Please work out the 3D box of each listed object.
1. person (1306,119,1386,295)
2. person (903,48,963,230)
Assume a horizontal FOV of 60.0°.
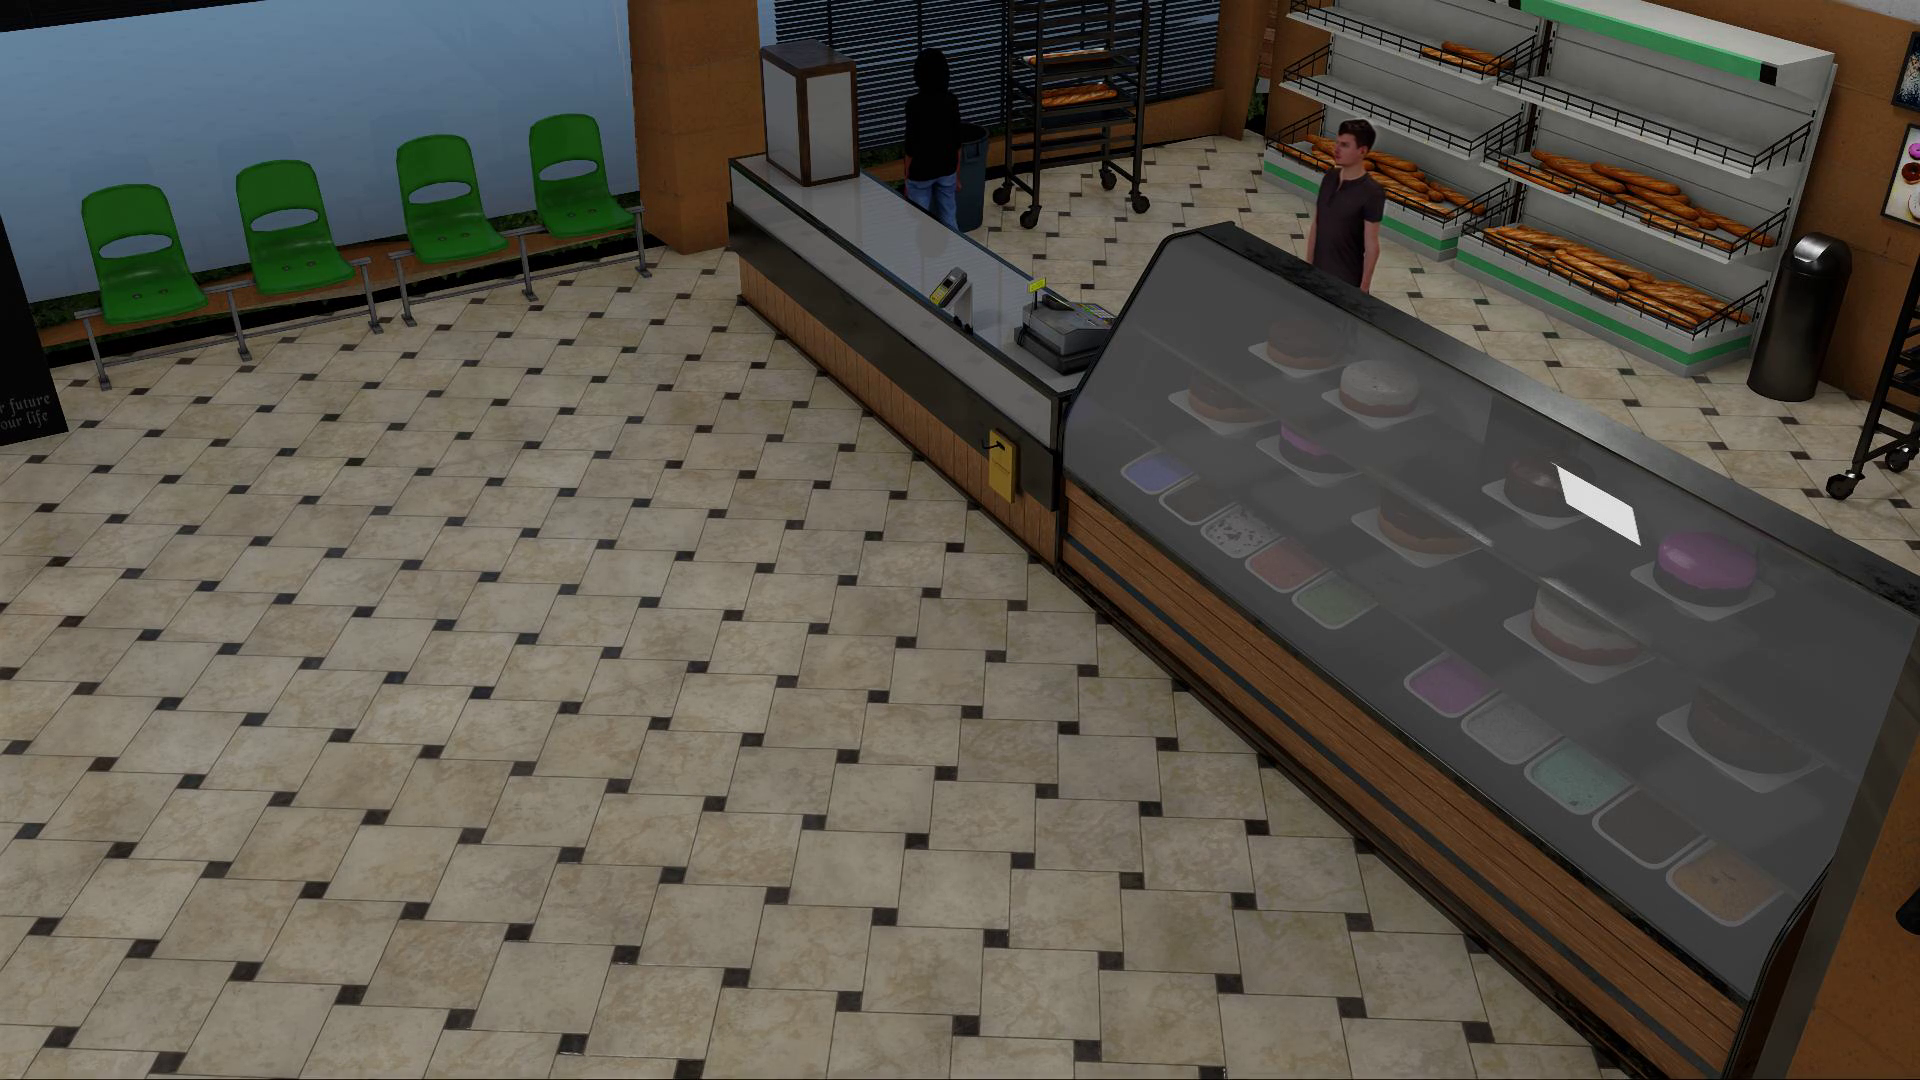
[{"bbox_3d":[2.131,-1.448,9.321,0.514,1.850,0.646,-17,36,-25],"label":"person"},{"bbox_3d":[-0.187,-2.399,10.990,0.507,1.702,0.653,-12,34,-19],"label":"person"}]
